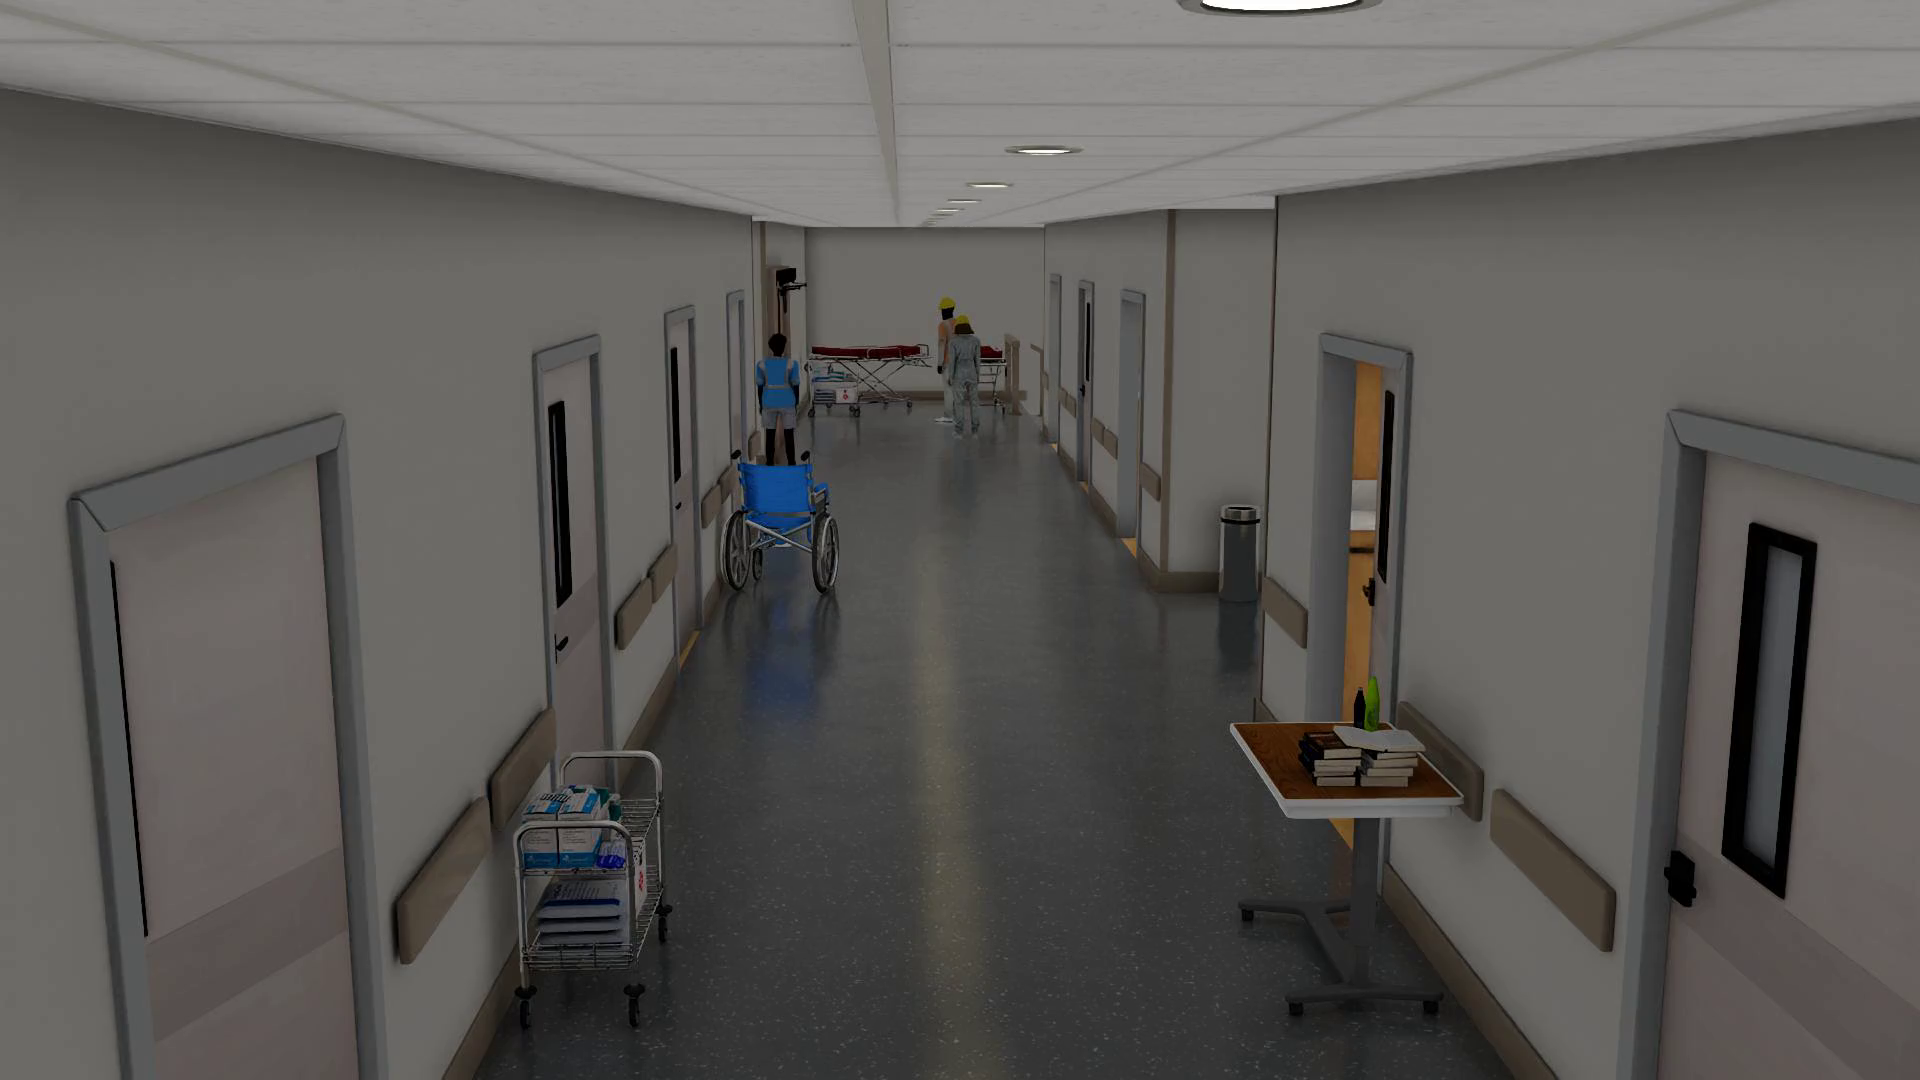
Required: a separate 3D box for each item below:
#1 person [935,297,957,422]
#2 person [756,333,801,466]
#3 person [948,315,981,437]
[{"bbox_3d":[-0.165,-2.774,25.662,0.398,1.920,0.586,7,12,35],"label":"person"},{"bbox_3d":[-2.144,-1.591,19.680,0.535,1.697,0.322,1,10,5],"label":"person"},{"bbox_3d":[0.057,-2.338,23.739,0.483,1.735,0.318,-3,11,-16],"label":"person"}]
